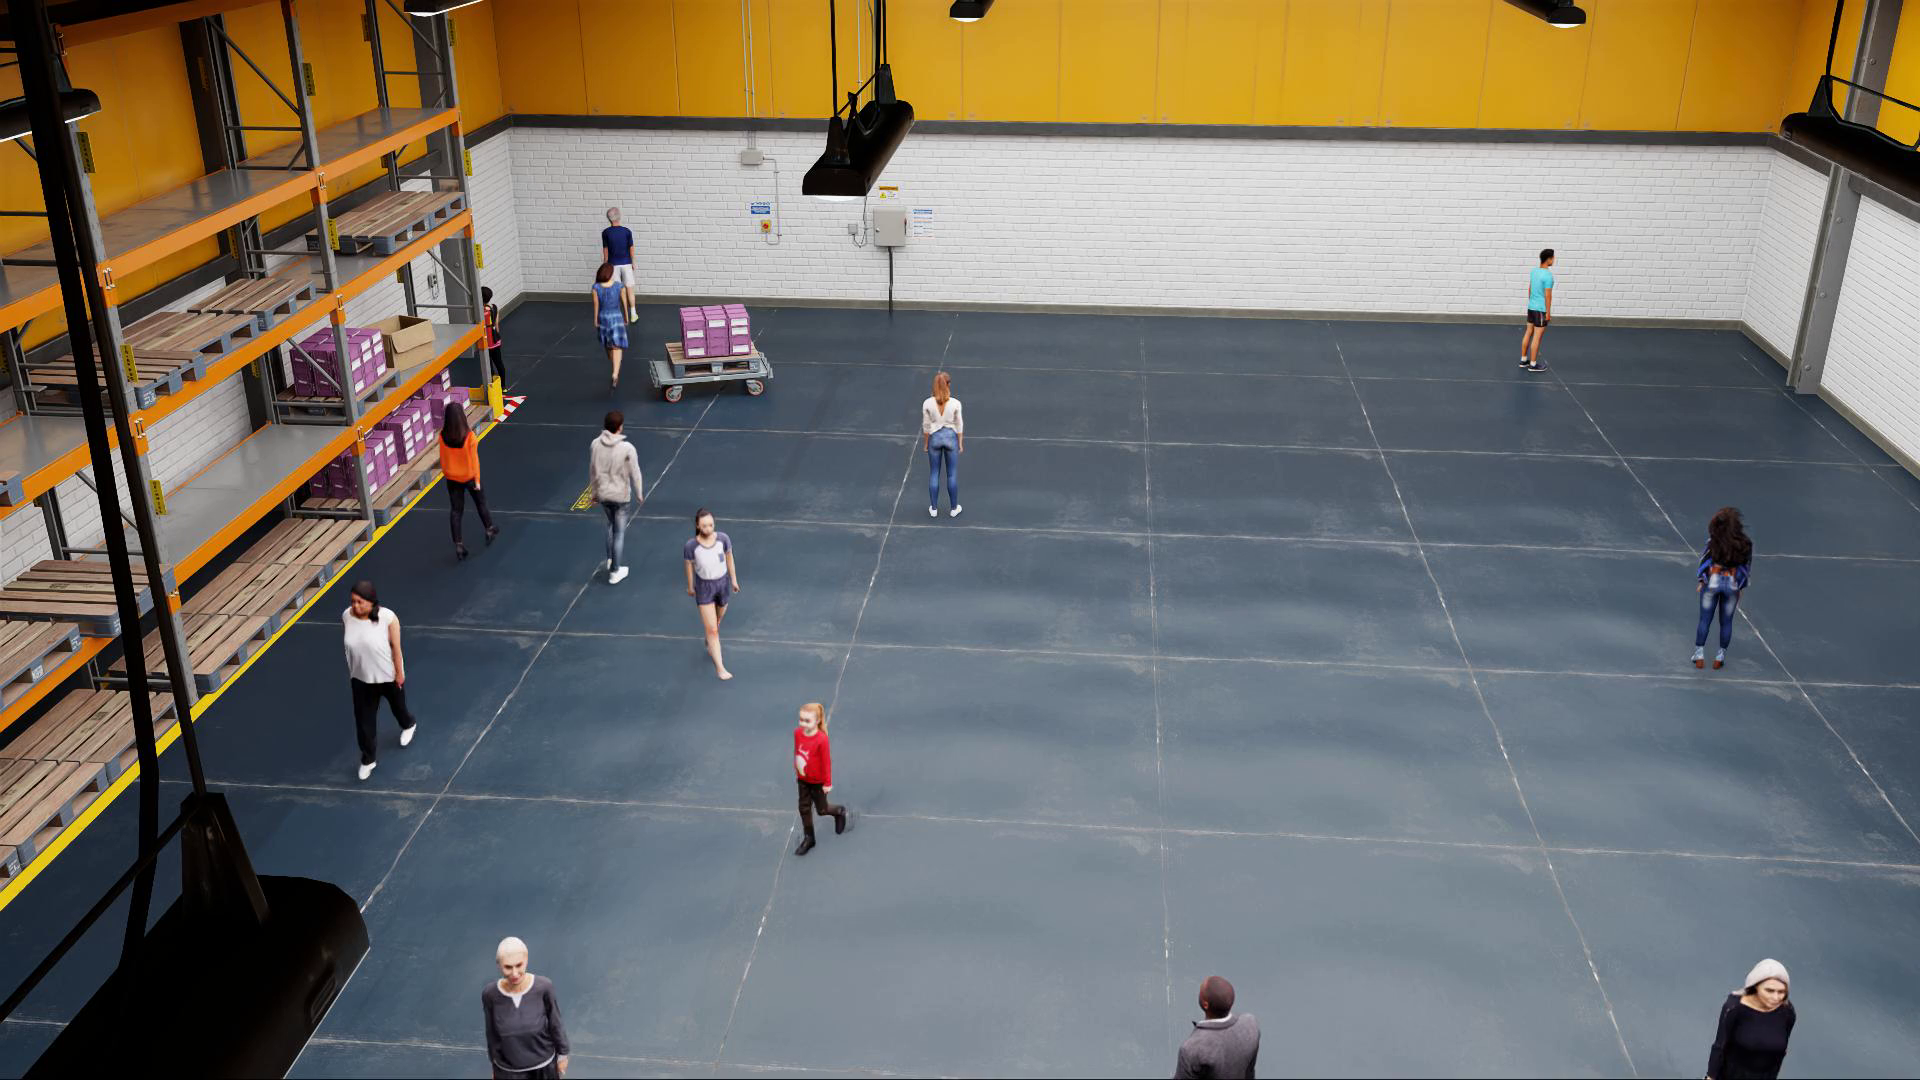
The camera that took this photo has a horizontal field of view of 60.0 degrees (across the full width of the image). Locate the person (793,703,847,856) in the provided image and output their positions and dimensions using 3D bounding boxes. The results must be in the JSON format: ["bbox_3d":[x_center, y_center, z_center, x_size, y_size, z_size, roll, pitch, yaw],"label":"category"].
[{"bbox_3d":[-1.105,1.820,12.920,0.683,1.273,0.820,14,27,30],"label":"person"}]

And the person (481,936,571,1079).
[{"bbox_3d":[-2.545,2.978,9.738,0.811,1.700,1.044,-5,24,-11],"label":"person"}]

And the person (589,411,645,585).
[{"bbox_3d":[-3.650,-0.415,17.339,0.757,1.831,0.794,5,24,12],"label":"person"}]

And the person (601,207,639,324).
[{"bbox_3d":[-5.399,-4.359,26.356,0.696,1.834,0.652,-6,24,-14],"label":"person"}]

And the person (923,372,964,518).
[{"bbox_3d":[-0.191,-1.095,19.031,0.603,1.720,0.521,1,24,3],"label":"person"}]

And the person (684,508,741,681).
[{"bbox_3d":[-2.359,0.457,15.626,0.988,1.605,1.117,-14,27,-29],"label":"person"}]

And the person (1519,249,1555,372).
[{"bbox_3d":[8.377,-3.345,24.109,0.744,1.776,0.592,-7,25,-15],"label":"person"}]

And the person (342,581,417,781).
[{"bbox_3d":[-4.907,1.104,14.088,0.641,1.651,1.050,2,24,5],"label":"person"}]

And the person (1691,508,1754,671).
[{"bbox_3d":[7.156,0.446,15.634,0.656,1.618,0.632,9,25,19],"label":"person"}]

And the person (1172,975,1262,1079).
[{"bbox_3d":[1.403,3.175,9.145,0.788,1.815,0.772,-10,26,-22],"label":"person"}]

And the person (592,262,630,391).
[{"bbox_3d":[-4.859,-2.934,23.179,0.726,1.767,1.149,0,24,-1],"label":"person"}]

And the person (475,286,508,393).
[{"bbox_3d":[-6.518,-2.765,23.060,0.655,1.553,0.533,10,25,21],"label":"person"}]

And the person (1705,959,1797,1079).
[{"bbox_3d":[4.412,3.078,9.491,0.594,1.715,1.043,1,24,3],"label":"person"}]

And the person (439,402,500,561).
[{"bbox_3d":[-5.392,-0.607,17.918,0.690,1.718,1.021,5,24,10],"label":"person"}]
